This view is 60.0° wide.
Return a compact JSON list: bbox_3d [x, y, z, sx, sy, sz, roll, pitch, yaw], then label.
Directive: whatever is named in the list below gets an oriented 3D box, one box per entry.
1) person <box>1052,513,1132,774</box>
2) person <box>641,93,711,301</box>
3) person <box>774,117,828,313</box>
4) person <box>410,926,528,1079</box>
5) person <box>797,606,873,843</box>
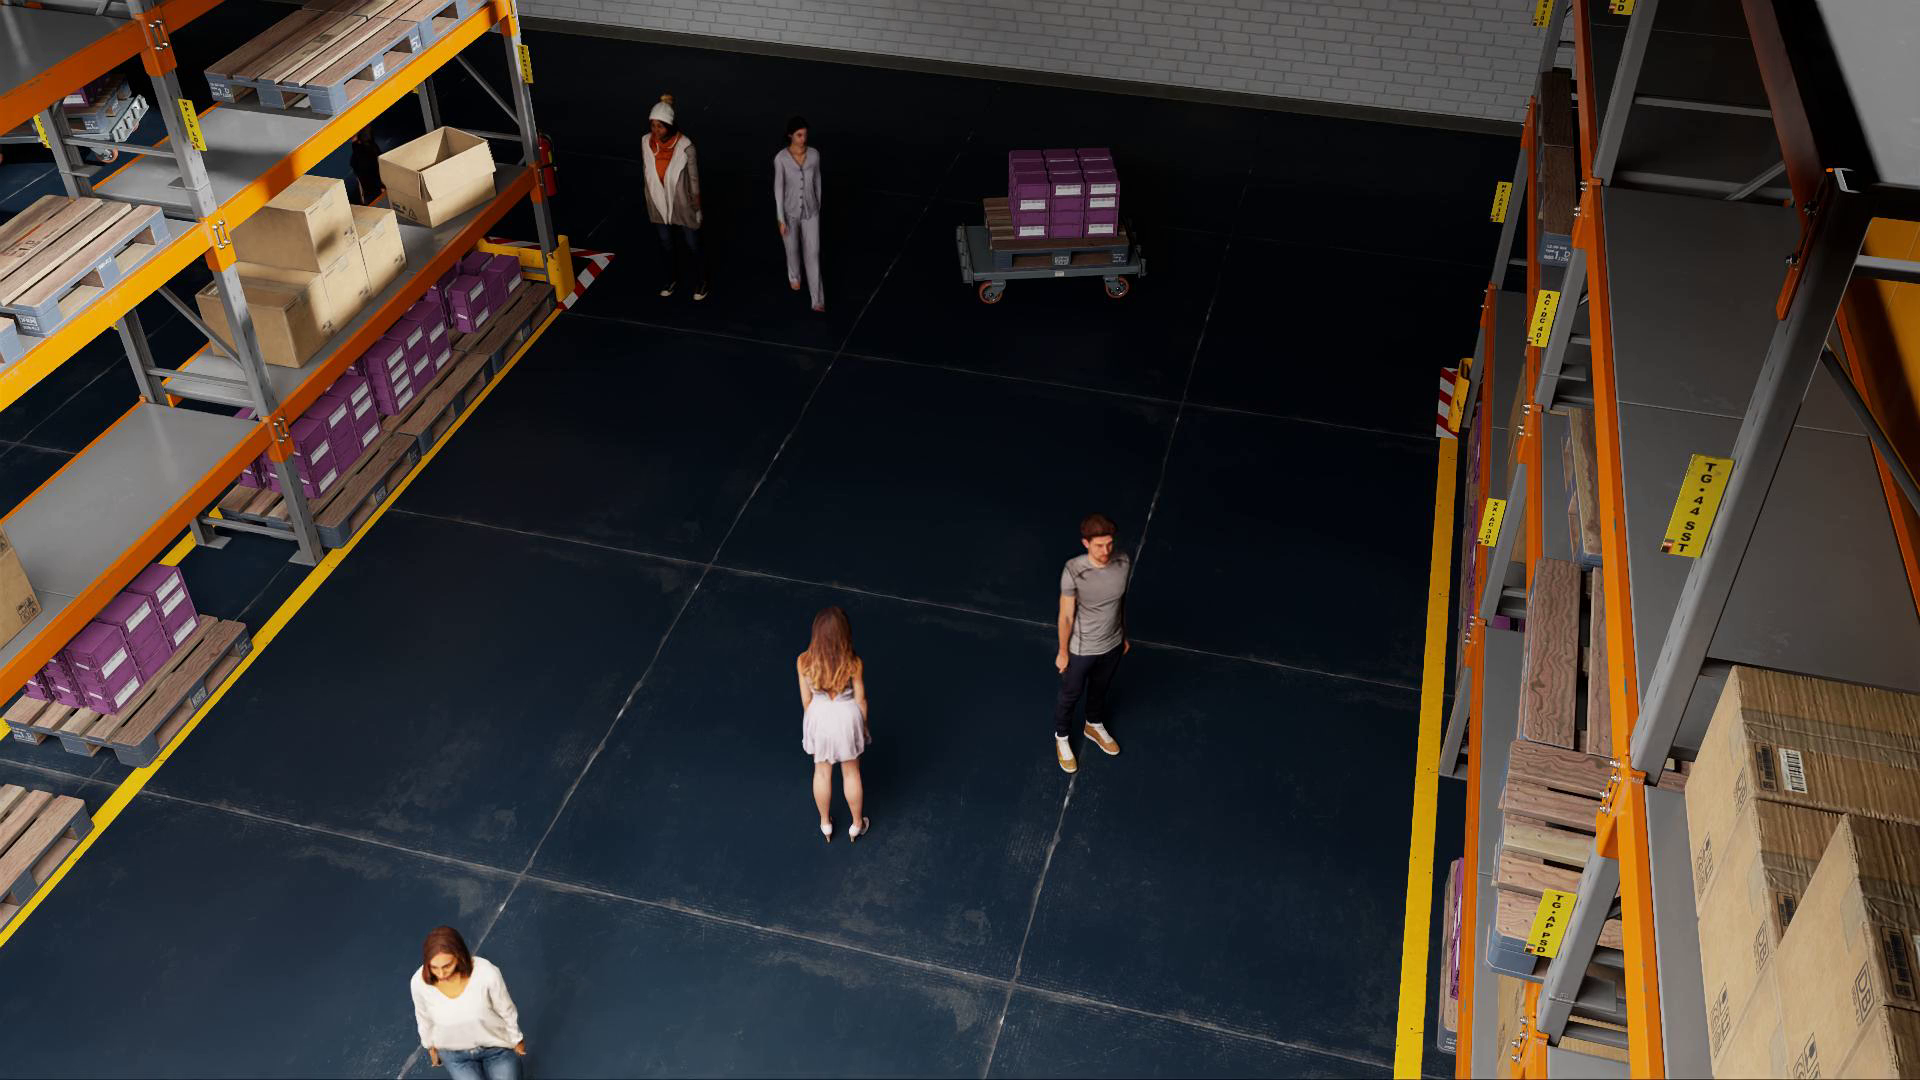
[{"bbox_3d":[0.803,0.597,10.109,0.725,1.894,0.773,-18,42,-21],"label":"person"},{"bbox_3d":[-2.499,-3.021,14.638,0.670,1.894,0.643,8,39,10],"label":"person"},{"bbox_3d":[-1.455,-2.911,14.639,0.988,1.722,1.197,-10,40,-12],"label":"person"},{"bbox_3d":[-2.326,2.367,8.069,0.748,1.672,0.813,-2,39,-3],"label":"person"},{"bbox_3d":[-0.717,1.089,9.592,0.598,1.769,0.617,4,39,5],"label":"person"}]
